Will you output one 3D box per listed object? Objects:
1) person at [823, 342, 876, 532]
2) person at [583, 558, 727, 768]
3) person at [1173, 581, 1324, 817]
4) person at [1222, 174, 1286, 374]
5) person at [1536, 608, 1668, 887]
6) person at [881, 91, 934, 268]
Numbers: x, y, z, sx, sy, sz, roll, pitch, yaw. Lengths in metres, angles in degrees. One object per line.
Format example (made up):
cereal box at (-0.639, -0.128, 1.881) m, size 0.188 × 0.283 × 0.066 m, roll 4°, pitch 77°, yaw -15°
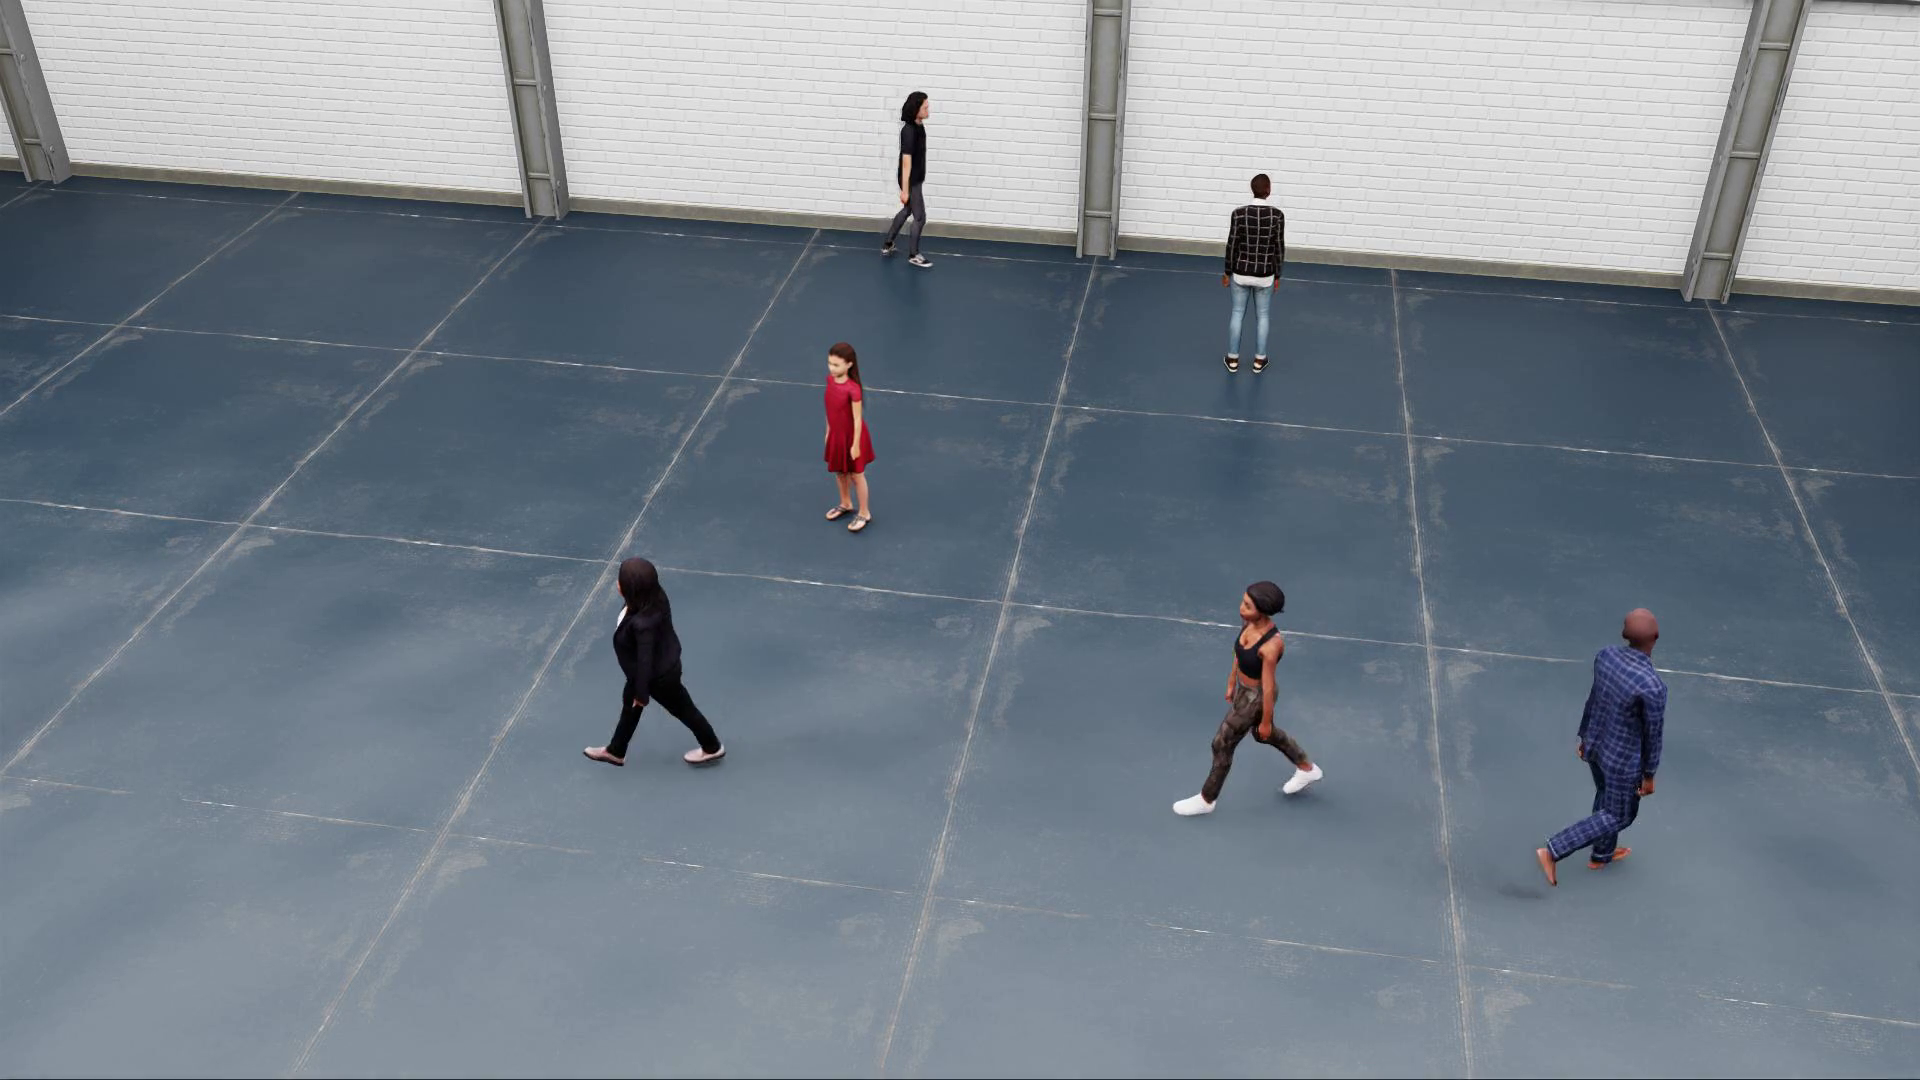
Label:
person at (-0.852, -0.807, 12.583) m, size 0.678 × 1.548 × 0.739 m, roll 28°, pitch 43°, yaw 36°
person at (-1.780, 0.790, 10.161) m, size 1.210 × 1.569 × 0.941 m, roll -7°, pitch 34°, yaw -10°
person at (1.821, 0.950, 9.840) m, size 1.242 × 1.659 × 0.857 m, roll -5°, pitch 34°, yaw -7°
person at (2.578, -2.336, 14.638) m, size 0.482 × 1.820 × 0.718 m, roll 5°, pitch 34°, yaw 8°
person at (3.615, 1.215, 9.329) m, size 1.106 × 1.783 × 0.964 m, roll -9°, pitch 35°, yaw -13°
person at (-0.526, -3.596, 16.557) m, size 0.793 × 1.794 × 0.725 m, roll 0°, pitch 34°, yaw 1°
